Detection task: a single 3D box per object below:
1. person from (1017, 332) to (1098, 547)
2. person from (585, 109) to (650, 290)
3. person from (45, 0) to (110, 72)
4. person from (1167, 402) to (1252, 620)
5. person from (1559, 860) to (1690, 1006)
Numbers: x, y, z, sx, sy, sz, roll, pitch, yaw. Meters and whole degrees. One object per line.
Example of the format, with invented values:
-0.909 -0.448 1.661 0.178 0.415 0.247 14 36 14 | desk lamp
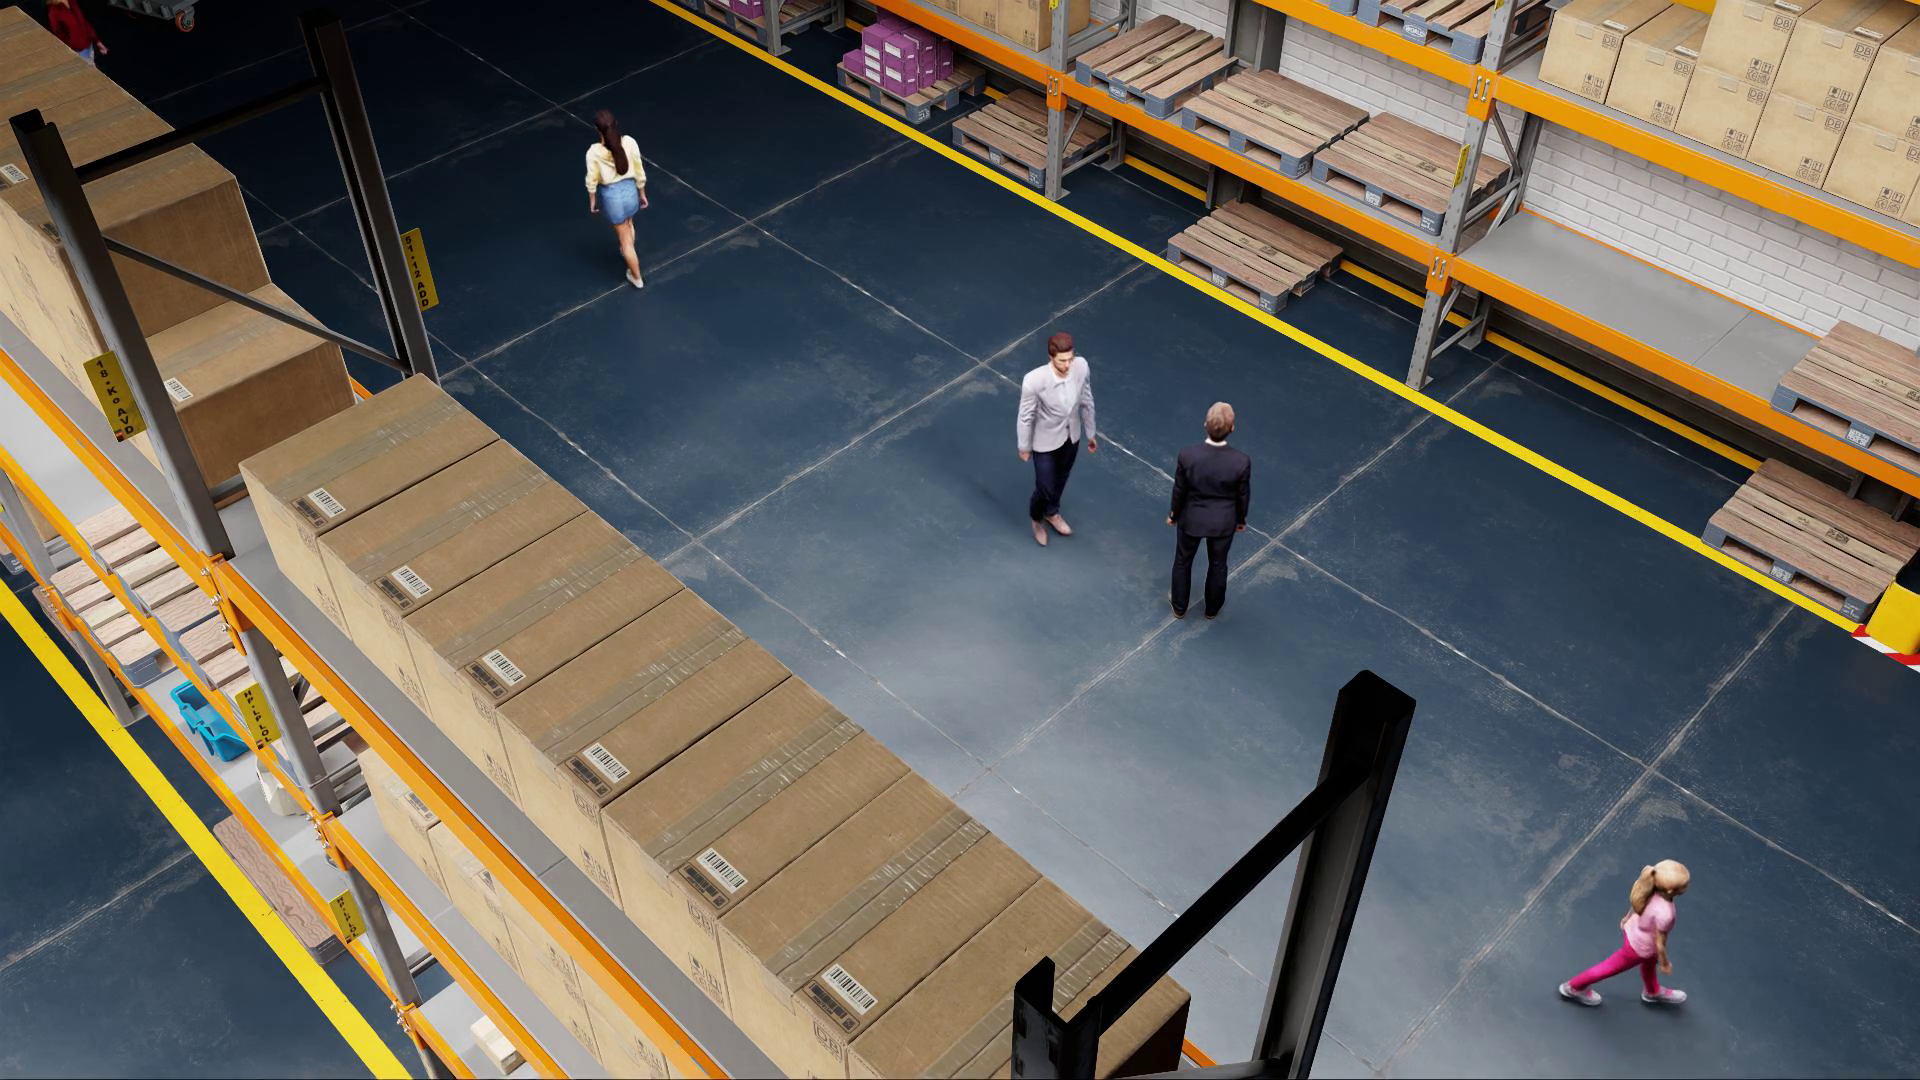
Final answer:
0.619 -0.775 11.690 0.731 1.831 0.657 -29 51 -27 | person
-2.832 -2.830 14.004 0.747 1.615 0.860 -25 49 -24 | person
-8.499 -4.658 15.930 1.032 1.605 0.962 0 44 0 | person
1.646 -0.181 11.078 0.743 1.816 0.832 5 44 5 | person
3.631 2.168 9.029 0.953 1.241 0.768 10 45 11 | person
